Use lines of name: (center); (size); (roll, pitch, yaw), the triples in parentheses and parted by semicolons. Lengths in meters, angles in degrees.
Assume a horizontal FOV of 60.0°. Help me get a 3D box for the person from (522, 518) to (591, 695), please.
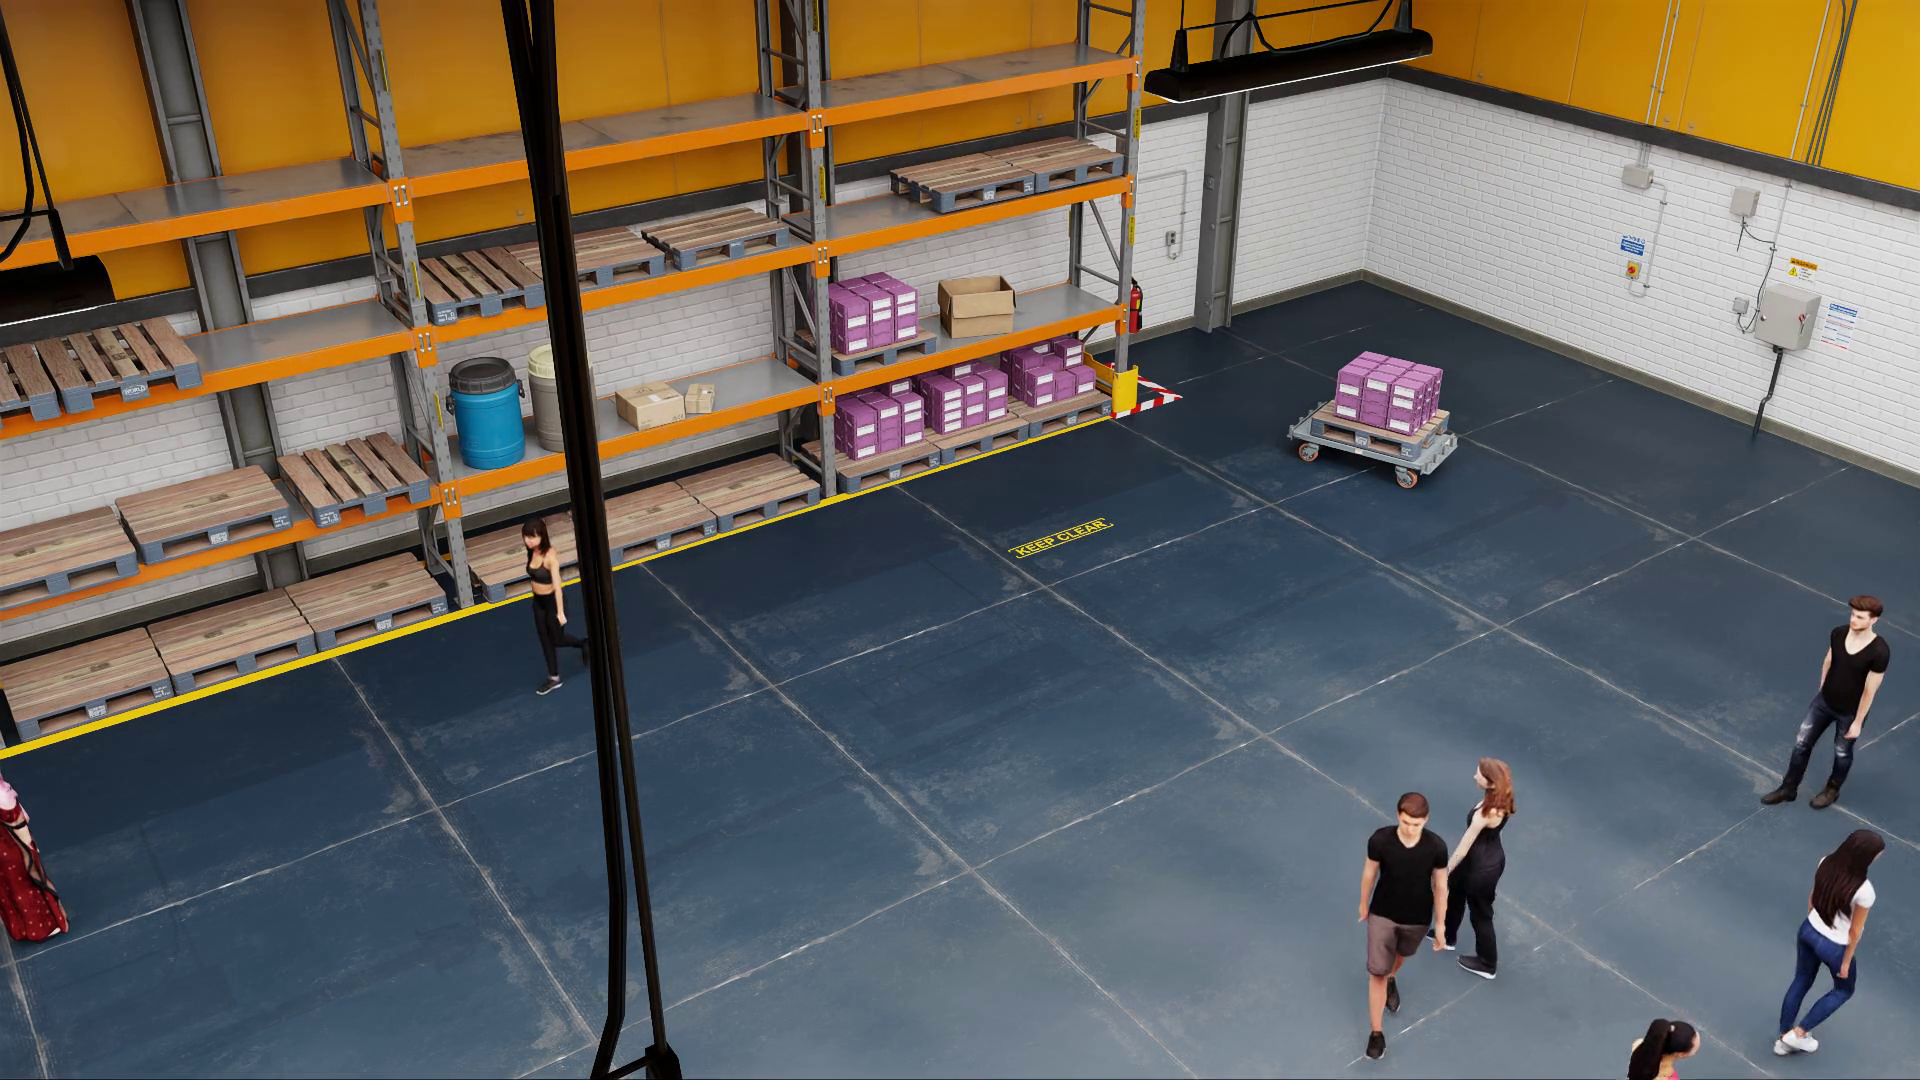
person: (-3.446, 0.521, 14.195); (0.738, 1.634, 0.947); (20, 34, 32)

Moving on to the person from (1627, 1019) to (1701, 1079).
person: (3.610, 3.273, 9.088); (1.143, 1.693, 0.793); (-10, 30, -17)

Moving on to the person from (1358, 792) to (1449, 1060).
person: (2.837, 2.333, 10.680); (1.161, 1.819, 1.214); (4, 29, 8)

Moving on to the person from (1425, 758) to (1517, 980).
person: (3.545, 2.215, 10.999); (0.805, 1.720, 0.835); (18, 33, 29)

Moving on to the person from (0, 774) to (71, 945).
person: (-6.527, 2.069, 11.353); (0.765, 1.637, 0.798); (9, 30, 16)

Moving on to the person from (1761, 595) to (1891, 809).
person: (6.772, 1.239, 12.630); (0.911, 1.871, 0.715); (-16, 32, -27)

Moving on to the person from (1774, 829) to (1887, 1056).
person: (5.314, 2.544, 10.350); (0.686, 1.764, 0.694); (-8, 30, -14)
